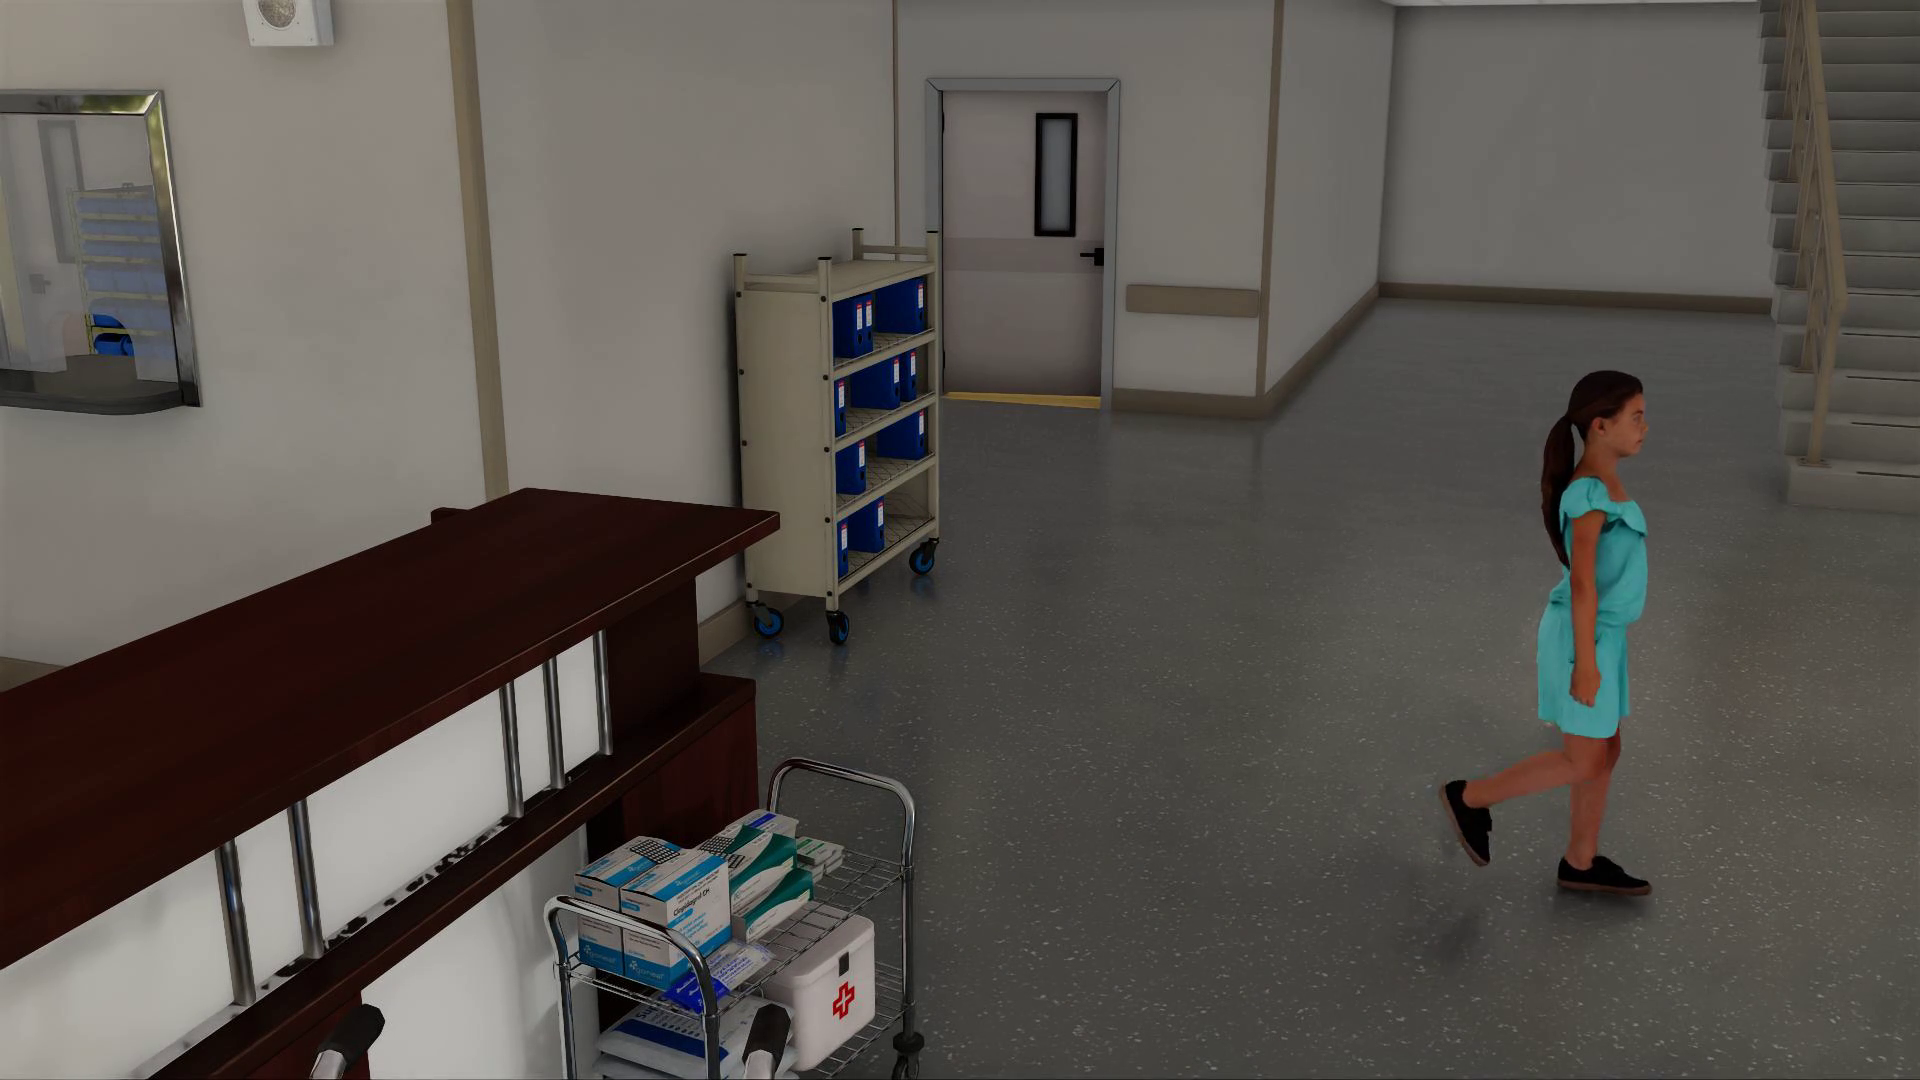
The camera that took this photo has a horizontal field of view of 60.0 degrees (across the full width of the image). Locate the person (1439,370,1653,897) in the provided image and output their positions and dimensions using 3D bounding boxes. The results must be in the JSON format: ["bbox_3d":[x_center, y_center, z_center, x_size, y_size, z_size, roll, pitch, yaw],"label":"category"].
[{"bbox_3d":[1.720,0.286,4.761,0.654,1.551,0.788,7,17,25],"label":"person"}]
